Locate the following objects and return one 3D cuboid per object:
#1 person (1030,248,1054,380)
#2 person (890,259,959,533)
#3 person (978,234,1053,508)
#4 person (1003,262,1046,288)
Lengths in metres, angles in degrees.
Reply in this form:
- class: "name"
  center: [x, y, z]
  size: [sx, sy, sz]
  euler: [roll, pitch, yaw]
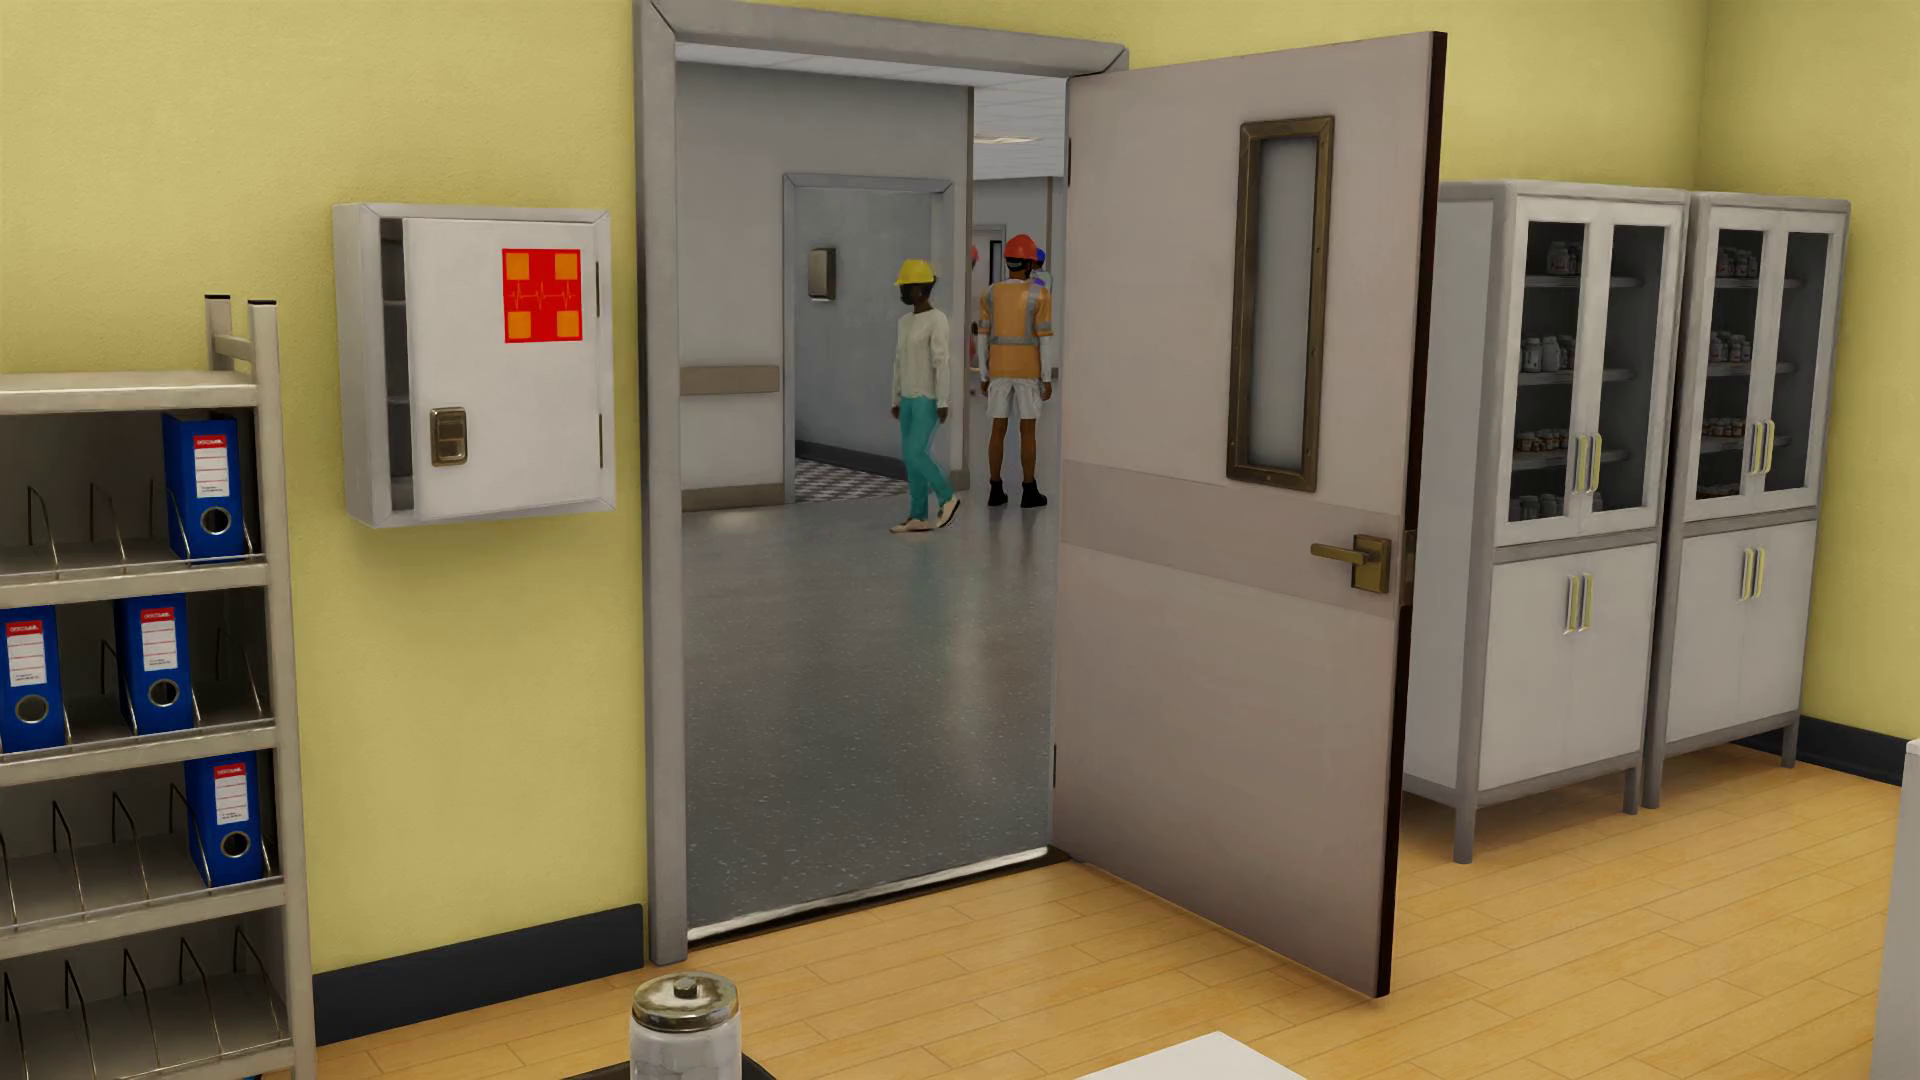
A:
- class: "person"
  center: [1.132, -3.303, 24.465]
  size: [0.380, 1.951, 0.605]
  euler: [7, 12, 34]
- class: "person"
  center: [-0.265, -0.899, 10.568]
  size: [0.387, 1.750, 0.540]
  euler: [-5, 11, -32]
- class: "person"
  center: [0.405, -1.199, 11.869]
  size: [0.552, 1.935, 0.369]
  euler: [4, 10, 21]
- class: "person"
  center: [0.794, -2.674, 21.009]
  size: [0.565, 1.841, 0.396]
  euler: [1, 10, 3]
